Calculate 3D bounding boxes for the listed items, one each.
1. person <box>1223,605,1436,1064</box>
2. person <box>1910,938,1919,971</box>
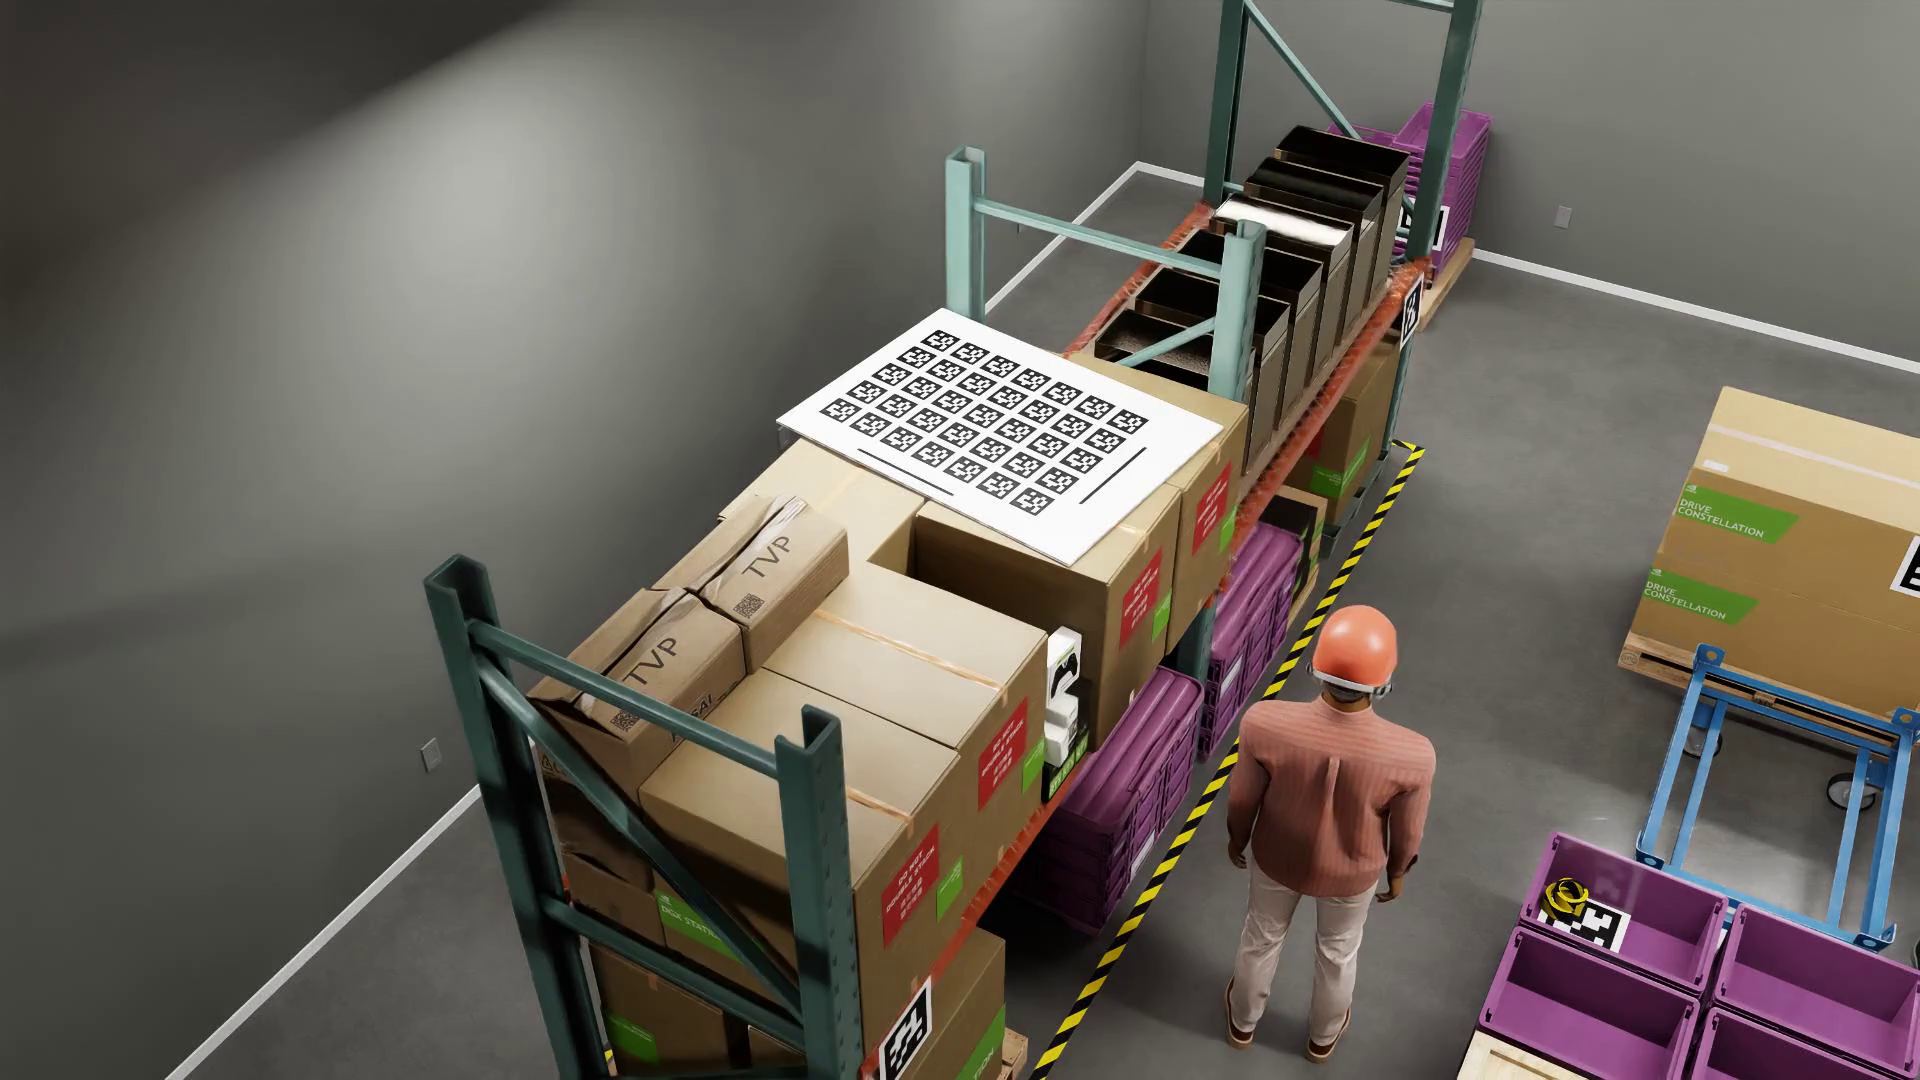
[{"bbox_3d":[1.154,0.995,5.369,0.612,1.993,0.378,10,41,12],"label":"person"},{"bbox_3d":[3.712,0.948,5.548,0.598,1.832,0.404,23,45,25],"label":"person"}]
